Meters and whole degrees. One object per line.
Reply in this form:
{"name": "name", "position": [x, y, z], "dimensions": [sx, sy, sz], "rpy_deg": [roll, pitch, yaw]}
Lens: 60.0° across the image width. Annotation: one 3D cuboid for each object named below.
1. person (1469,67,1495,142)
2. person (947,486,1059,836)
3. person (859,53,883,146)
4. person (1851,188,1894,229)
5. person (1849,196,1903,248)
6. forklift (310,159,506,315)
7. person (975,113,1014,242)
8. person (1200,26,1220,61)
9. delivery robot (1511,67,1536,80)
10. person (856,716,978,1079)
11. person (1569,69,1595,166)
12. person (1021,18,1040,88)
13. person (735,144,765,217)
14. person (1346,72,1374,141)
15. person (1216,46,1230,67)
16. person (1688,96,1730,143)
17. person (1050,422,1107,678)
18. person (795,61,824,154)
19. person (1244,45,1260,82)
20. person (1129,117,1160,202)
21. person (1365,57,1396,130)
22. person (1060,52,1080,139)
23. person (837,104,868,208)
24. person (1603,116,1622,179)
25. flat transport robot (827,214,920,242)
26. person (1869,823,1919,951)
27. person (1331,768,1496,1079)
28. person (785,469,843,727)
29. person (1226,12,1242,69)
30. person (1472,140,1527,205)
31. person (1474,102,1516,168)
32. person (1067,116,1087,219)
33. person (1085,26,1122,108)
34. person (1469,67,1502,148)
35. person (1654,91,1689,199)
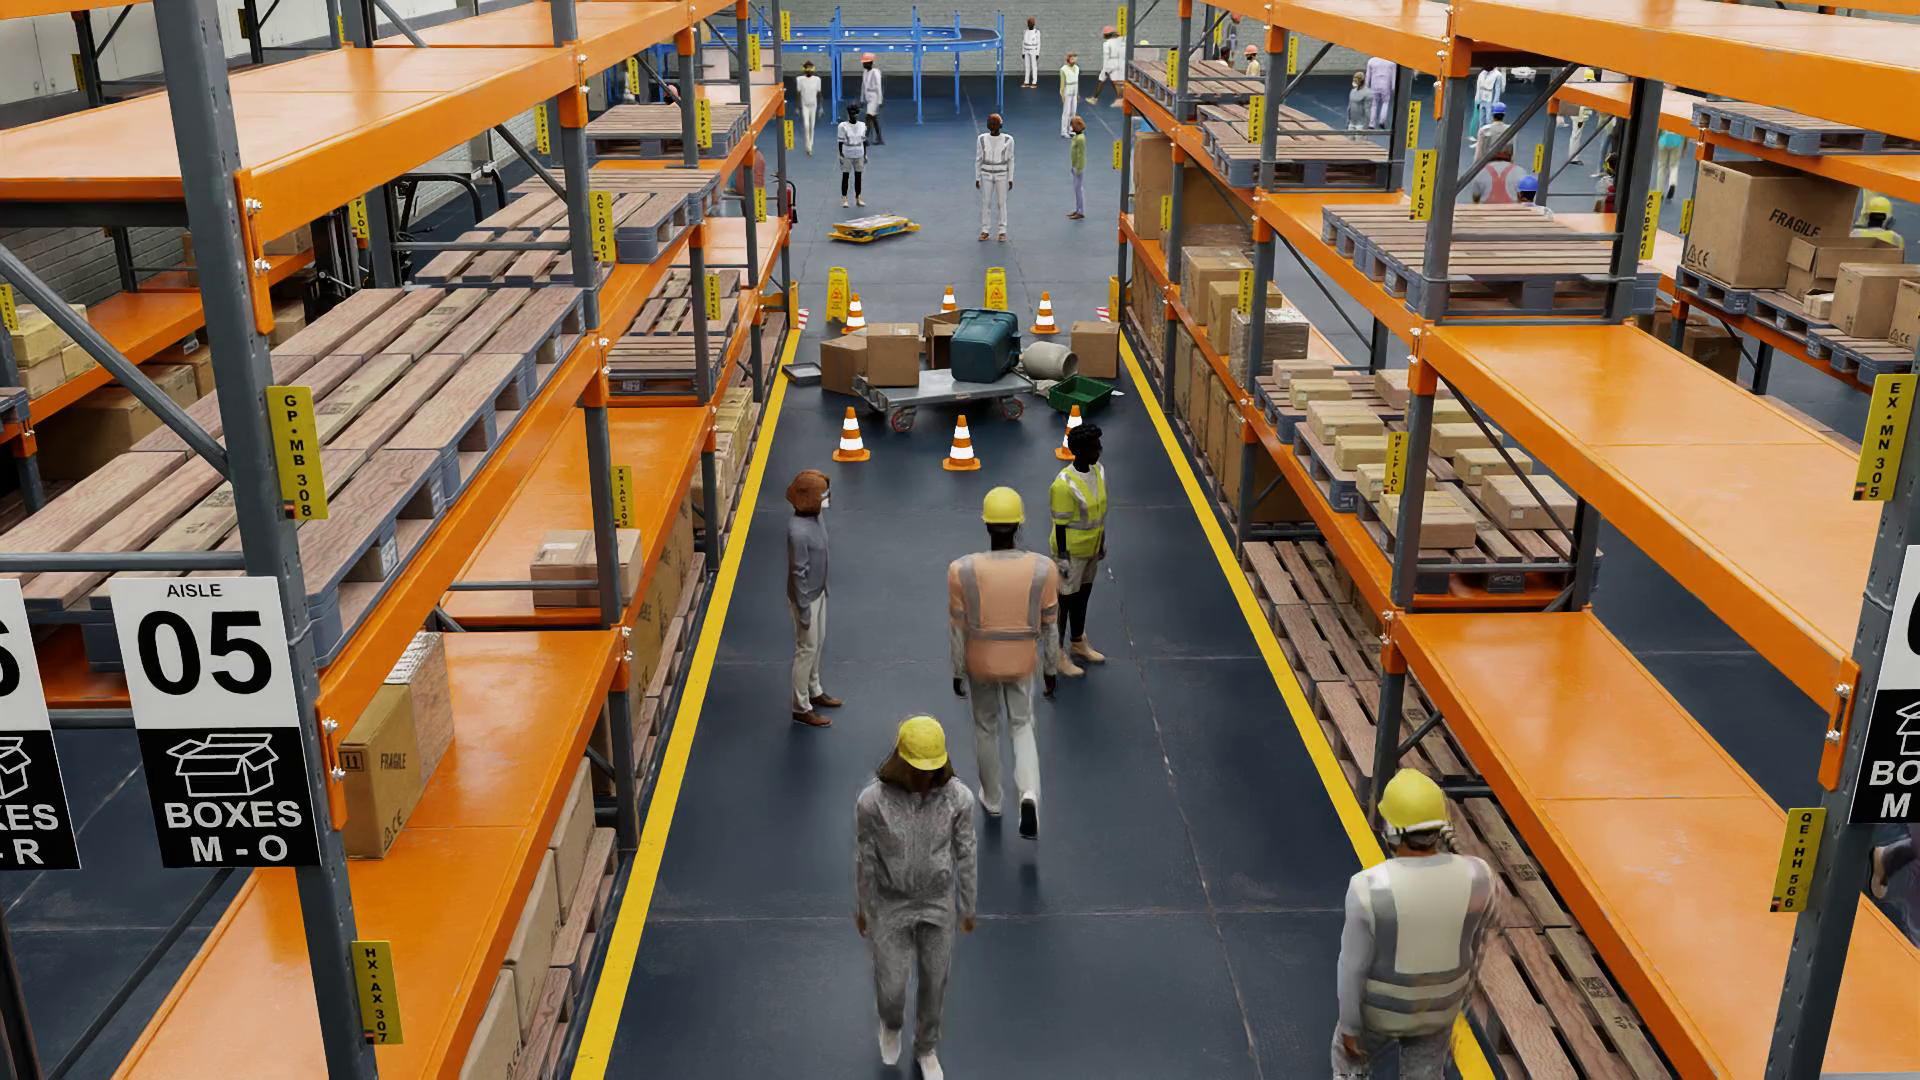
{"name": "person", "position": [11.293, -9.391, 35.594], "dimensions": [0.544, 1.736, 0.765], "rpy_deg": [-13, 24, -31]}
{"name": "person", "position": [0.237, 0.673, 8.781], "dimensions": [0.590, 1.902, 0.684], "rpy_deg": [-2, 21, -6]}
{"name": "person", "position": [-1.960, -9.247, 34.974], "dimensions": [0.845, 1.903, 0.582], "rpy_deg": [-13, 24, -31]}
{"name": "person", "position": [14.175, -5.643, 25.587], "dimensions": [0.584, 1.812, 0.783], "rpy_deg": [-7, 22, -18]}
{"name": "person", "position": [9.586, -2.666, 17.615], "dimensions": [0.591, 1.896, 0.855], "rpy_deg": [3, 21, 7]}
{"name": "forklift", "position": [-5.622, -2.910, 17.832], "dimensions": [2.313, 2.155, 1.214], "rpy_deg": [-1, 21, -1]}
{"name": "person", "position": [0.514, -5.421, 24.900], "dimensions": [0.584, 1.882, 0.346], "rpy_deg": [4, 21, 11]}
{"name": "person", "position": [6.560, -12.654, 43.800], "dimensions": [0.537, 2.000, 0.674], "rpy_deg": [-2, 21, -5]}
{"name": "delivery robot", "position": [16.199, -13.443, 47.819], "dimensions": [0.477, 0.478, 0.707], "rpy_deg": [-10, 23, -25]}
{"name": "person", "position": [-0.170, 1.498, 6.826], "dimensions": [0.503, 1.725, 0.366], "rpy_deg": [-4, 21, -11]}
{"name": "person", "position": [12.096, -8.226, 32.400], "dimensions": [0.403, 1.823, 0.586], "rpy_deg": [6, 22, 16]}
{"name": "person", "position": [1.985, -13.693, 46.767], "dimensions": [0.573, 1.883, 0.356], "rpy_deg": [15, 26, 35]}
{"name": "person", "position": [-2.900, -4.692, 22.961], "dimensions": [0.404, 1.899, 0.632], "rpy_deg": [-9, 23, -23]}
{"name": "person", "position": [7.380, -7.683, 30.828], "dimensions": [0.375, 1.927, 0.641], "rpy_deg": [-8, 22, -21]}
{"name": "person", "position": [5.759, -9.930, 36.793], "dimensions": [0.407, 1.907, 0.597], "rpy_deg": [-5, 21, -14]}
{"name": "person", "position": [15.968, -9.357, 35.201], "dimensions": [0.621, 1.959, 0.897], "rpy_deg": [-13, 24, -31]}
{"name": "person", "position": [0.761, 0.052, 10.701], "dimensions": [0.320, 1.693, 0.534], "rpy_deg": [14, 25, 33]}
{"name": "person", "position": [-3.037, -8.781, 33.828], "dimensions": [0.564, 1.844, 0.740], "rpy_deg": [-6, 22, -17]}
{"name": "person", "position": [6.438, -9.978, 36.894], "dimensions": [0.383, 1.929, 0.539], "rpy_deg": [1, 21, 3]}
{"name": "person", "position": [3.106, -6.690, 28.334], "dimensions": [0.619, 1.836, 0.430], "rpy_deg": [-7, 22, -18]}
{"name": "person", "position": [9.516, -10.269, 37.699], "dimensions": [0.692, 1.894, 0.415], "rpy_deg": [5, 21, 13]}
{"name": "person", "position": [2.379, -9.697, 36.277], "dimensions": [0.395, 1.831, 0.576], "rpy_deg": [17, 27, 38]}
{"name": "person", "position": [-1.793, -6.424, 27.813], "dimensions": [0.529, 1.695, 0.321], "rpy_deg": [-9, 23, -22]}
{"name": "person", "position": [12.136, -7.603, 30.654], "dimensions": [0.412, 1.906, 0.594], "rpy_deg": [7, 22, 19]}
{"name": "flat transport robot", "position": [-1.312, -4.791, 25.478], "dimensions": [0.652, 0.197, 1.431], "rpy_deg": [16, 26, 36]}
{"name": "person", "position": [4.595, 1.129, 7.805], "dimensions": [0.525, 1.735, 0.816], "rpy_deg": [0, 21, 1]}
{"name": "person", "position": [1.649, 1.680, 6.235], "dimensions": [0.593, 1.809, 0.563], "rpy_deg": [-2, 21, -6]}
{"name": "person", "position": [-0.901, 0.342, 10.033], "dimensions": [0.282, 1.624, 0.508], "rpy_deg": [3, 21, 8]}
{"name": "person", "position": [7.800, -14.053, 47.499], "dimensions": [0.392, 2.040, 0.619], "rpy_deg": [0, 21, 1]}
{"name": "person", "position": [6.946, -4.182, 21.406], "dimensions": [0.737, 2.000, 0.979], "rpy_deg": [8, 22, 21]}
{"name": "person", "position": [8.288, -5.810, 25.861], "dimensions": [0.605, 1.937, 0.425], "rpy_deg": [0, 21, 1]}
{"name": "person", "position": [1.890, -5.983, 26.749], "dimensions": [0.279, 1.628, 0.505], "rpy_deg": [-2, 21, -4]}
{"name": "person", "position": [3.683, -11.965, 42.049], "dimensions": [1.031, 1.991, 0.613], "rpy_deg": [16, 26, 36]}
{"name": "person", "position": [10.993, -9.109, 34.609], "dimensions": [0.399, 1.913, 0.590], "rpy_deg": [-7, 22, -18]}
{"name": "person", "position": [12.175, -6.752, 28.502], "dimensions": [0.562, 1.830, 0.522], "rpy_deg": [5, 21, 13]}
